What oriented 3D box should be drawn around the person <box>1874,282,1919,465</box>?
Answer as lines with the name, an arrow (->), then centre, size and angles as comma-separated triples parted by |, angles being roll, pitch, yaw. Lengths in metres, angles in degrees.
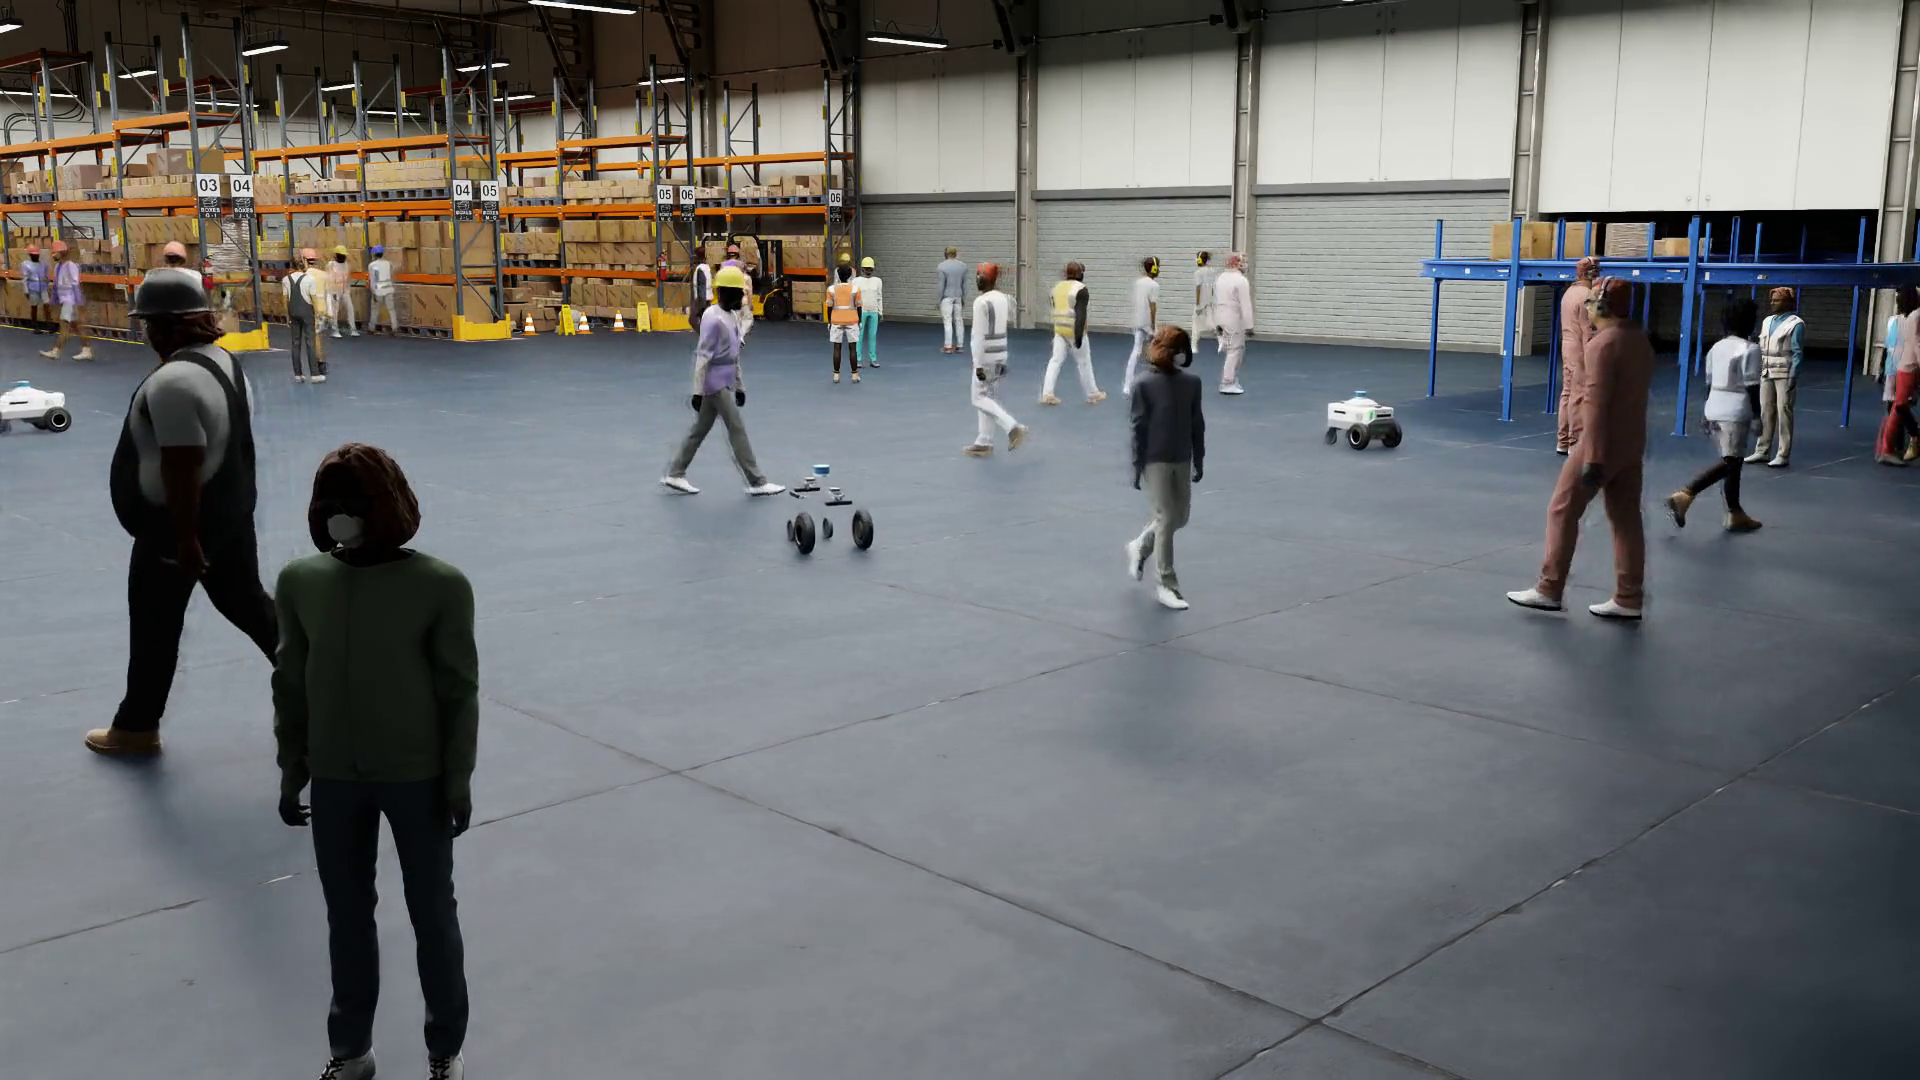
person -> 8.700, -1.531, 15.350 | 0.369, 1.679, 0.553 | -3, 11, -14

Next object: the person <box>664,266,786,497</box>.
person -> -1.965, -1.285, 13.522 | 1.044, 1.871, 0.593 | 1, 10, 7

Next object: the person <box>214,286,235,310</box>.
person -> -15.996, -5.406, 36.188 | 0.488, 1.804, 0.753 | -3, 11, -14

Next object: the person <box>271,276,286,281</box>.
person -> -18.419, -7.051, 45.211 | 0.789, 1.810, 0.610 | 7, 12, 32

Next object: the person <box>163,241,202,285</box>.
person -> -9.902, -2.770, 21.145 | 0.629, 2.033, 0.447 | -1, 10, -8

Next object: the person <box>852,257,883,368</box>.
person -> -1.479, -3.652, 26.698 | 0.533, 1.765, 0.329 | -5, 11, -24

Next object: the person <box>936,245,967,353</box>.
person -> -0.154, -4.350, 30.028 | 0.635, 1.936, 0.355 | -7, 12, -33

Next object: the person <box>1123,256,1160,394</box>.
person -> 2.589, -2.886, 22.374 | 0.958, 1.825, 0.516 | -7, 12, -32

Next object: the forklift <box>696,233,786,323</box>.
forklift -> -5.496, -6.489, 41.108 | 2.313, 2.155, 1.214 | -10, 14, -44

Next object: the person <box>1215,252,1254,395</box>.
person -> 3.743, -2.901, 22.263 | 0.590, 1.885, 0.670 | -4, 11, -20

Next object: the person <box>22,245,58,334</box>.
person -> -19.662, -5.326, 35.488 | 0.998, 1.880, 0.573 | 10, 14, 42

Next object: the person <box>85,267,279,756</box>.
person -> -3.081, -0.123, 6.815 | 1.009, 2.000, 0.693 | 0, 10, 0

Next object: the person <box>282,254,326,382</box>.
person -> -9.514, -3.208, 24.065 | 0.506, 1.843, 0.350 | 1, 10, 6

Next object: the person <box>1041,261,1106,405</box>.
person -> 1.396, -2.595, 20.879 | 0.969, 1.792, 0.639 | -8, 13, -37

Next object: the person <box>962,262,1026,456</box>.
person -> 0.331, -1.720, 15.893 | 0.666, 1.865, 0.582 | 6, 12, 30

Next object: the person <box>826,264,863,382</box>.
person -> -1.664, -3.132, 24.032 | 0.541, 1.700, 0.315 | 0, 10, 1

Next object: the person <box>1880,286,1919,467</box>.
person -> 8.820, -1.513, 15.103 | 0.537, 1.736, 0.783 | -9, 13, -39

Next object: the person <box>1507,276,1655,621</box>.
person -> 3.480, -0.512, 9.245 | 0.683, 1.874, 0.833 | -9, 14, -42

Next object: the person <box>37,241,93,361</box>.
person -> -15.160, -4.008, 27.988 | 0.642, 1.997, 0.988 | 9, 14, 40

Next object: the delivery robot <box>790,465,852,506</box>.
delivery robot -> -0.944, -0.398, 11.405 | 0.335, 0.223, 0.698 | -5, 11, -23

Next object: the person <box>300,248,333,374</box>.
person -> -10.004, -3.518, 25.590 | 0.781, 1.907, 0.548 | 7, 12, 33

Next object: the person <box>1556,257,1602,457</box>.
person -> 5.963, -1.743, 15.901 | 0.409, 1.906, 0.651 | 0, 10, 1

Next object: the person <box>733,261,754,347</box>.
person -> -4.129, -4.451, 31.420 | 0.539, 1.623, 0.377 | 6, 12, 30

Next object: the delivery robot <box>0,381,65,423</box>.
delivery robot -> -10.096, -1.472, 17.968 | 0.477, 0.478, 0.707 | 9, 14, 42

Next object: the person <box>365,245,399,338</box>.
person -> -12.071, -5.179, 34.685 | 1.014, 1.895, 0.611 | 10, 14, 42

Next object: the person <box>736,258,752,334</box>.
person -> -4.717, -5.233, 35.714 | 0.364, 1.618, 0.548 | -1, 10, -4

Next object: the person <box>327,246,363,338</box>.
person -> -12.681, -5.093, 34.210 | 0.903, 1.885, 0.606 | 7, 13, 34

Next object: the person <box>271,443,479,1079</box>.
person -> -1.396, 0.577, 3.991 | 0.497, 1.633, 0.285 | 1, 10, 3

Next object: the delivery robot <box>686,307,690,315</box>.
delivery robot -> -6.174, -5.436, 39.586 | 0.707, 0.478, 0.477 | 6, 12, 29

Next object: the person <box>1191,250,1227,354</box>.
person -> 4.435, -4.272, 29.880 | 0.518, 1.848, 0.851 | -8, 13, -38

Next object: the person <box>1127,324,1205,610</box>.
person -> 1.172, -0.451, 9.678 | 0.504, 1.619, 0.666 | -6, 12, -30

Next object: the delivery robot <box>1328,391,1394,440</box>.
delivery robot -> 4.049, -1.261, 16.816 | 0.477, 0.478, 0.707 | -5, 12, -26

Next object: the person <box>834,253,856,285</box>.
person -> -2.475, -5.355, 36.068 | 0.489, 1.730, 0.403 | -5, 11, -23

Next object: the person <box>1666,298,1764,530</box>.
person -> 5.428, -0.888, 11.855 | 0.737, 1.674, 0.530 | -1, 10, -3

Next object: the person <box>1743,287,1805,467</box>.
person -> 7.525, -1.502, 15.313 | 0.307, 1.640, 0.521 | -3, 11, -15

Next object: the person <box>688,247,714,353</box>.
person -> -4.665, -4.319, 29.949 | 0.459, 1.900, 0.602 | 1, 10, 4

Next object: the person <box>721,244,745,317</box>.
person -> -4.713, -5.195, 34.697 | 0.567, 1.910, 0.502 | 3, 11, 14

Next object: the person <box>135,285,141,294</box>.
person -> -21.889, -6.949, 44.584 | 0.639, 1.788, 0.892 | -5, 11, -24

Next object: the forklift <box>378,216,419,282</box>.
forklift -> -17.868, -9.201, 54.028 | 1.873, 2.768, 1.129 | -10, 14, -44
